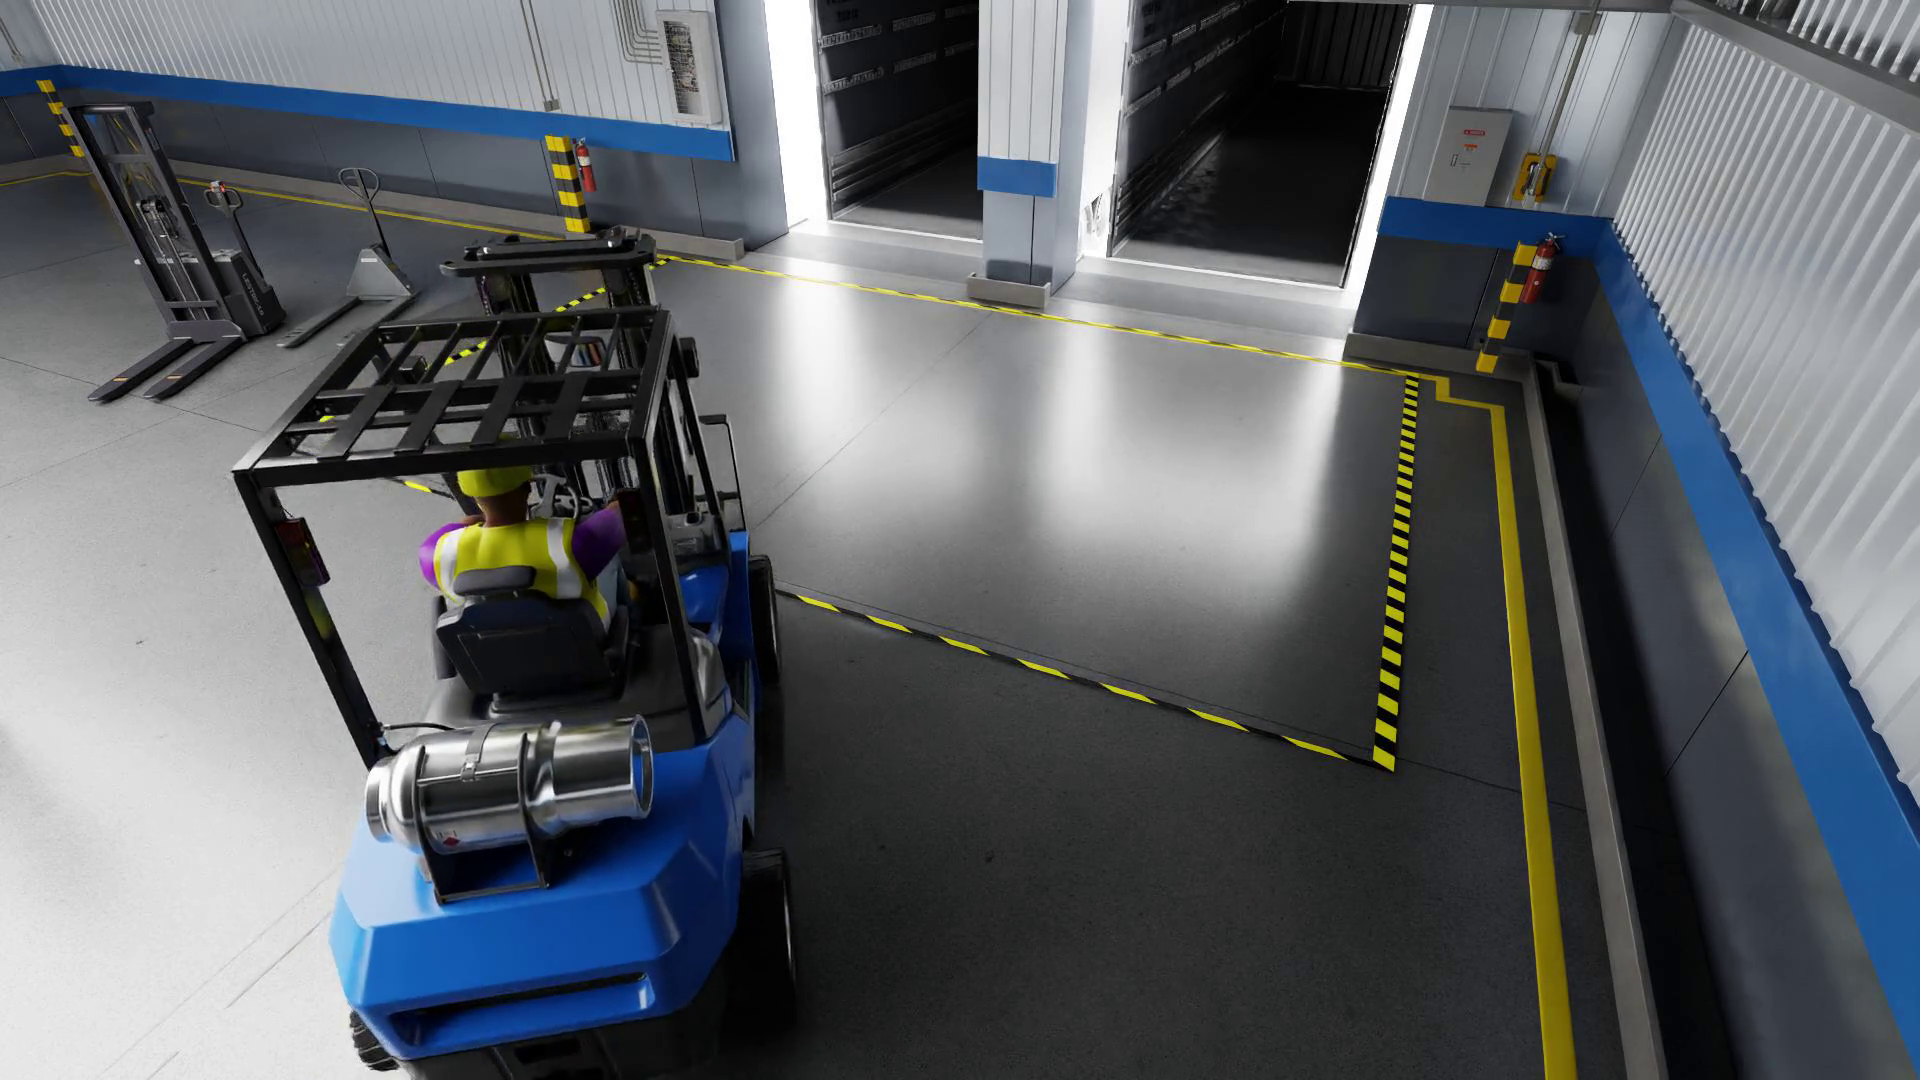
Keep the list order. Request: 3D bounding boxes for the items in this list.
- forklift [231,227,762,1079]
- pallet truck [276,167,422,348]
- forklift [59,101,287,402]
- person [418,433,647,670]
[{"bbox_3d":[-1.435,0.225,3.387,1.157,2.036,2.680,-6,35,-8],"label":"forklift"},{"bbox_3d":[-5.732,-2.611,8.414,0.680,1.201,1.601,-1,35,-1],"label":"pallet truck"},{"bbox_3d":[-6.686,-2.387,7.434,0.823,1.965,1.885,-3,35,-5],"label":"forklift"},{"bbox_3d":[-1.438,0.038,3.329,0.635,1.293,1.004,-6,35,-8],"label":"person"}]
